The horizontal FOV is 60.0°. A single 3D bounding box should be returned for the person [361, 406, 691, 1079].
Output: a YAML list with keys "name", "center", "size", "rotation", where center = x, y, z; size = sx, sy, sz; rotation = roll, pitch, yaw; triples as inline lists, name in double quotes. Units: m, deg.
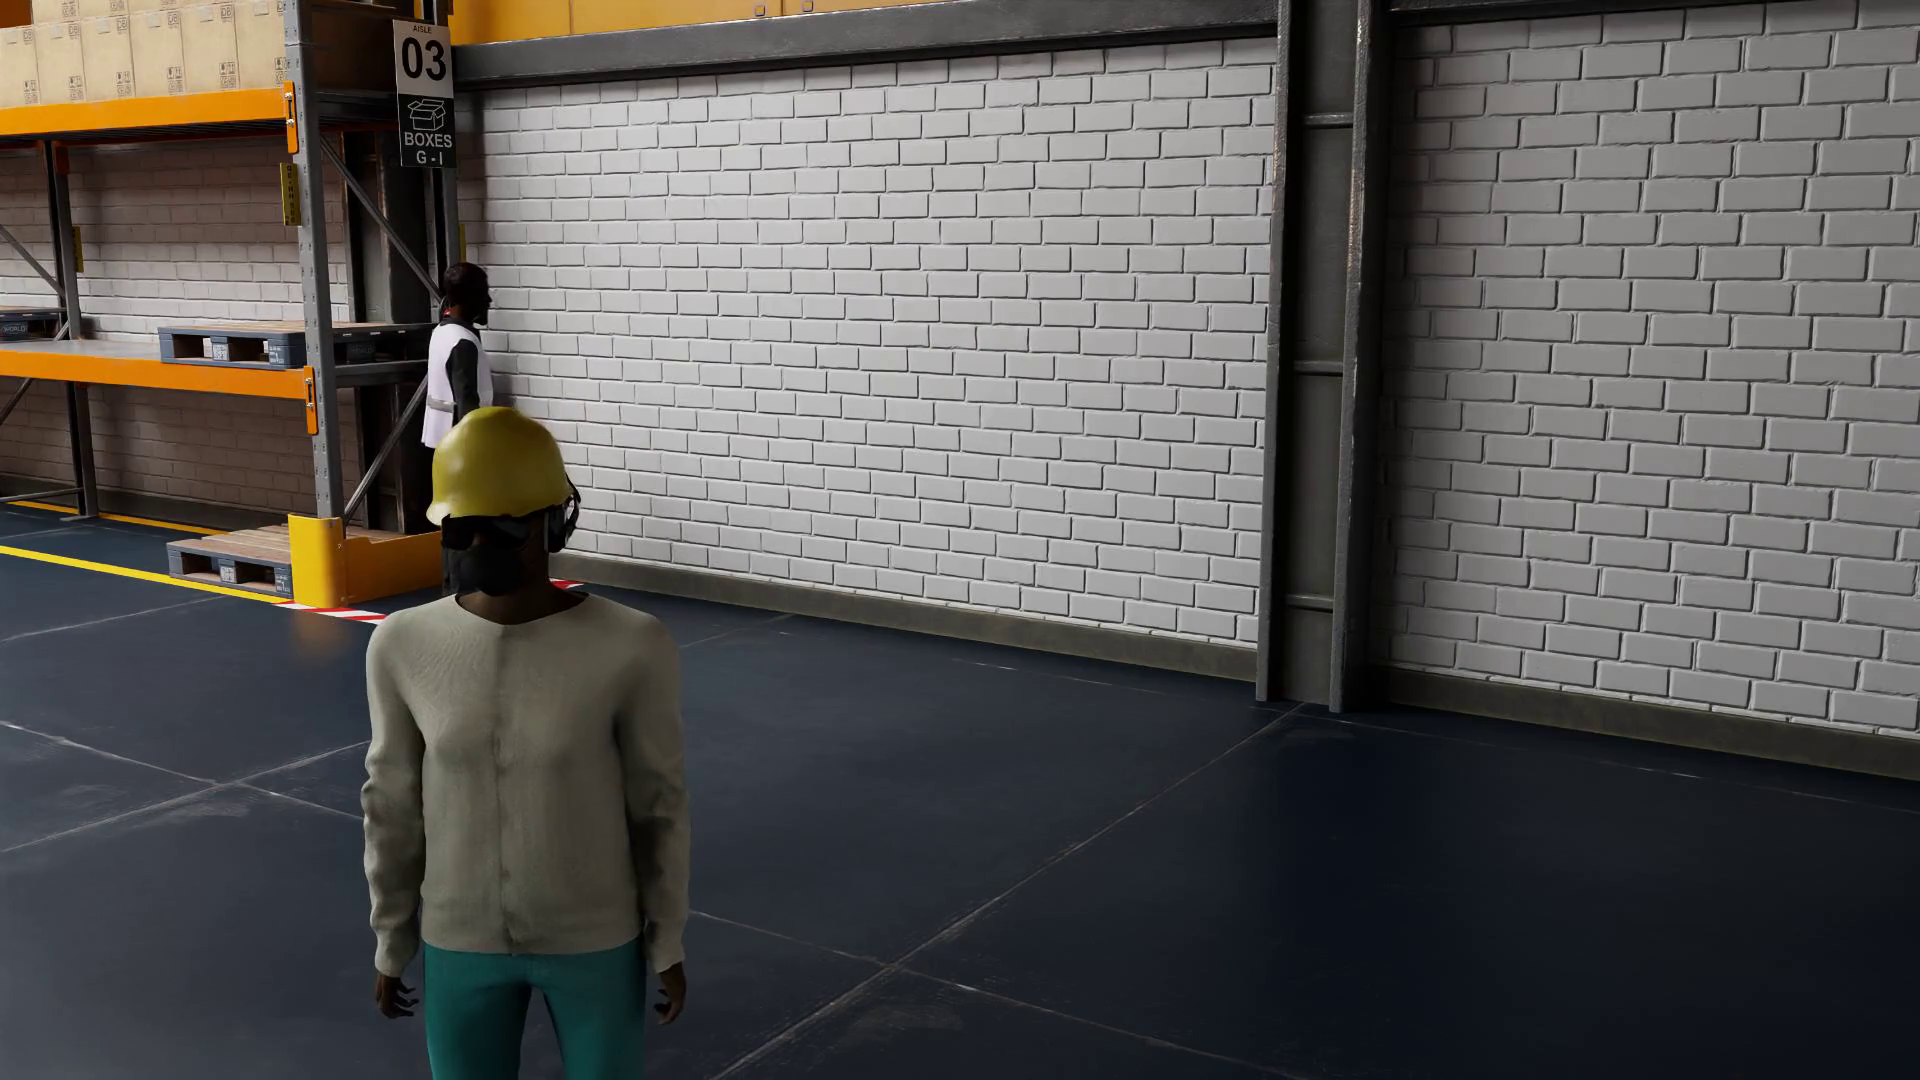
- name: "person"
  center: [-0.708, 0.660, 2.734]
  size: [0.533, 1.767, 0.327]
  rotation: [0, 10, 0]

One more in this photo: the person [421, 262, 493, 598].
- name: "person"
  center: [-2.568, -0.467, 8.599]
  size: [0.390, 1.913, 0.592]
  rotation: [-5, 11, -24]
